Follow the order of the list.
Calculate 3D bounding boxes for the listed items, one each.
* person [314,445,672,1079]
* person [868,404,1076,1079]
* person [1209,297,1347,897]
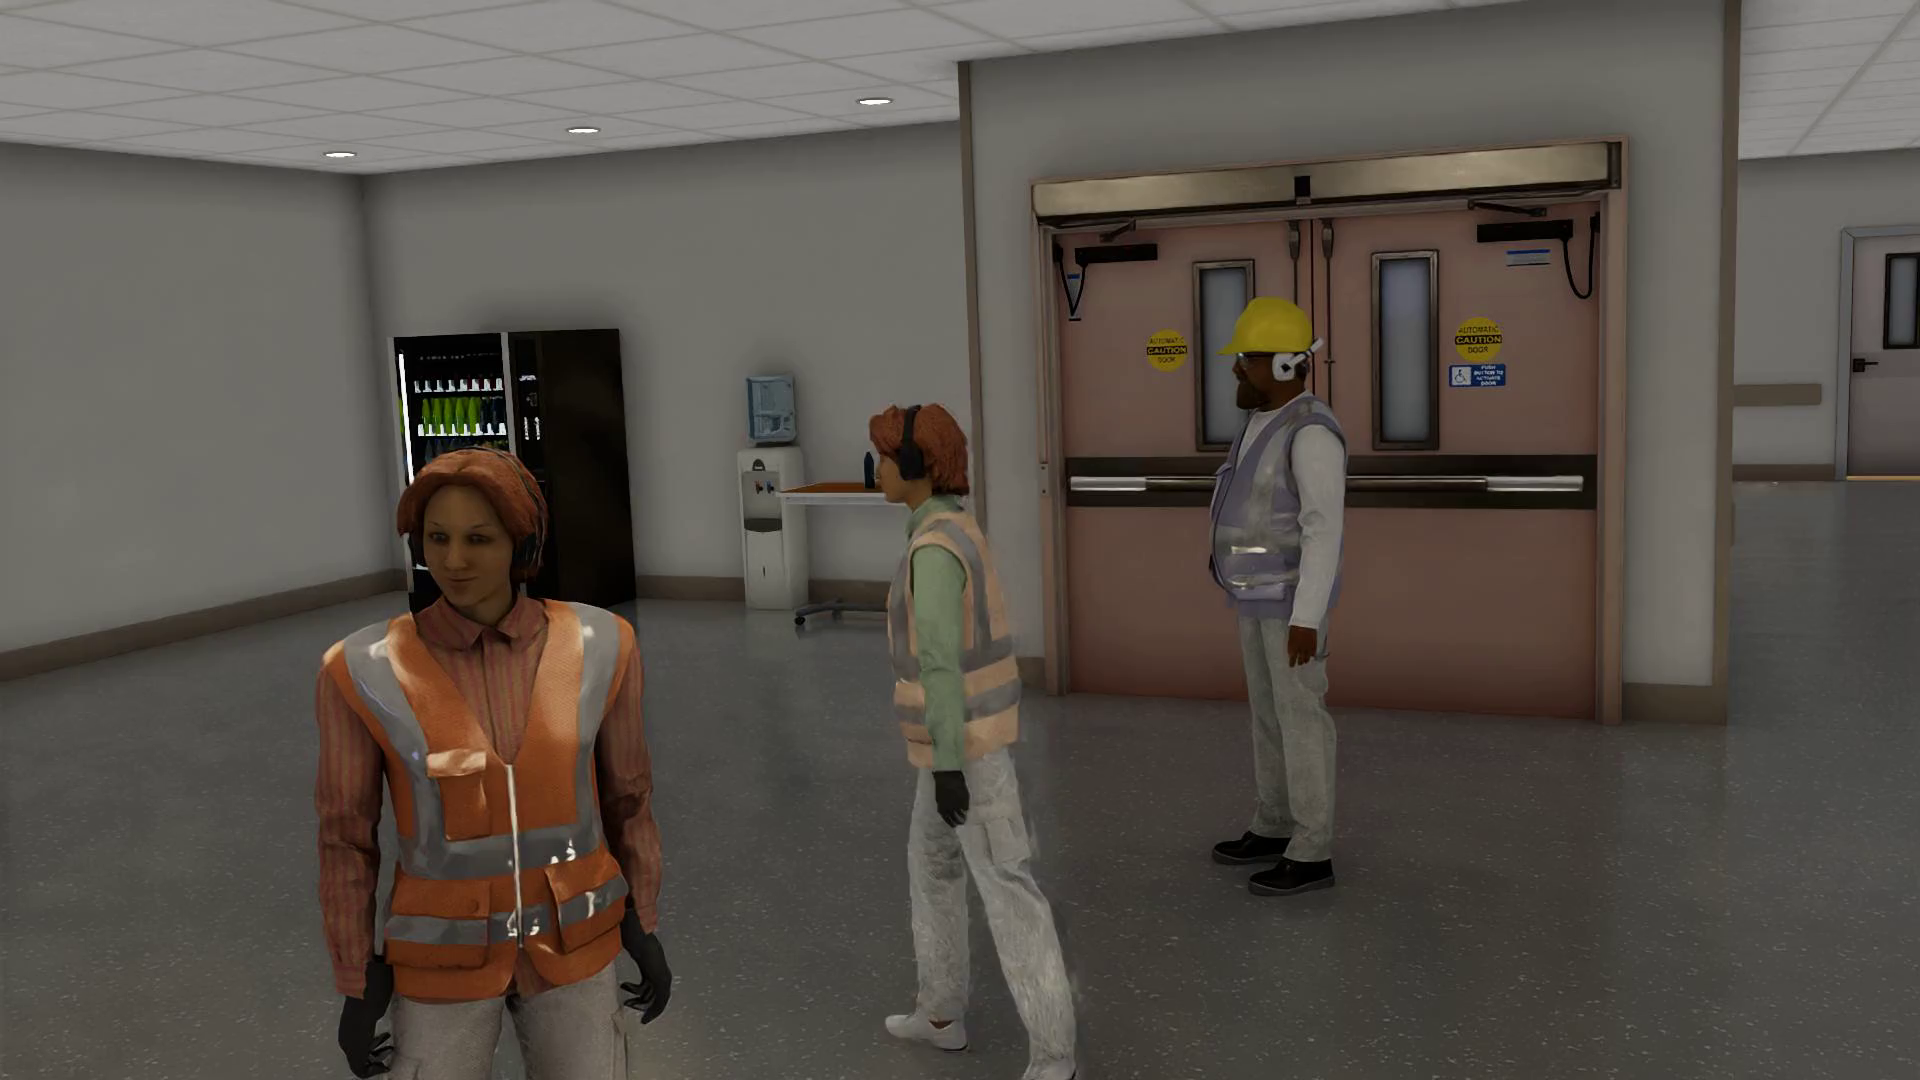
[{"bbox_3d":[-0.707,0.669,2.591,0.523,1.636,0.310,-6,8,-27],"label":"person"},{"bbox_3d":[0.020,0.487,3.910,0.493,1.607,0.558,-2,7,2],"label":"person"},{"bbox_3d":[0.981,0.170,5.163,0.404,1.833,0.590,-4,8,-10],"label":"person"}]
